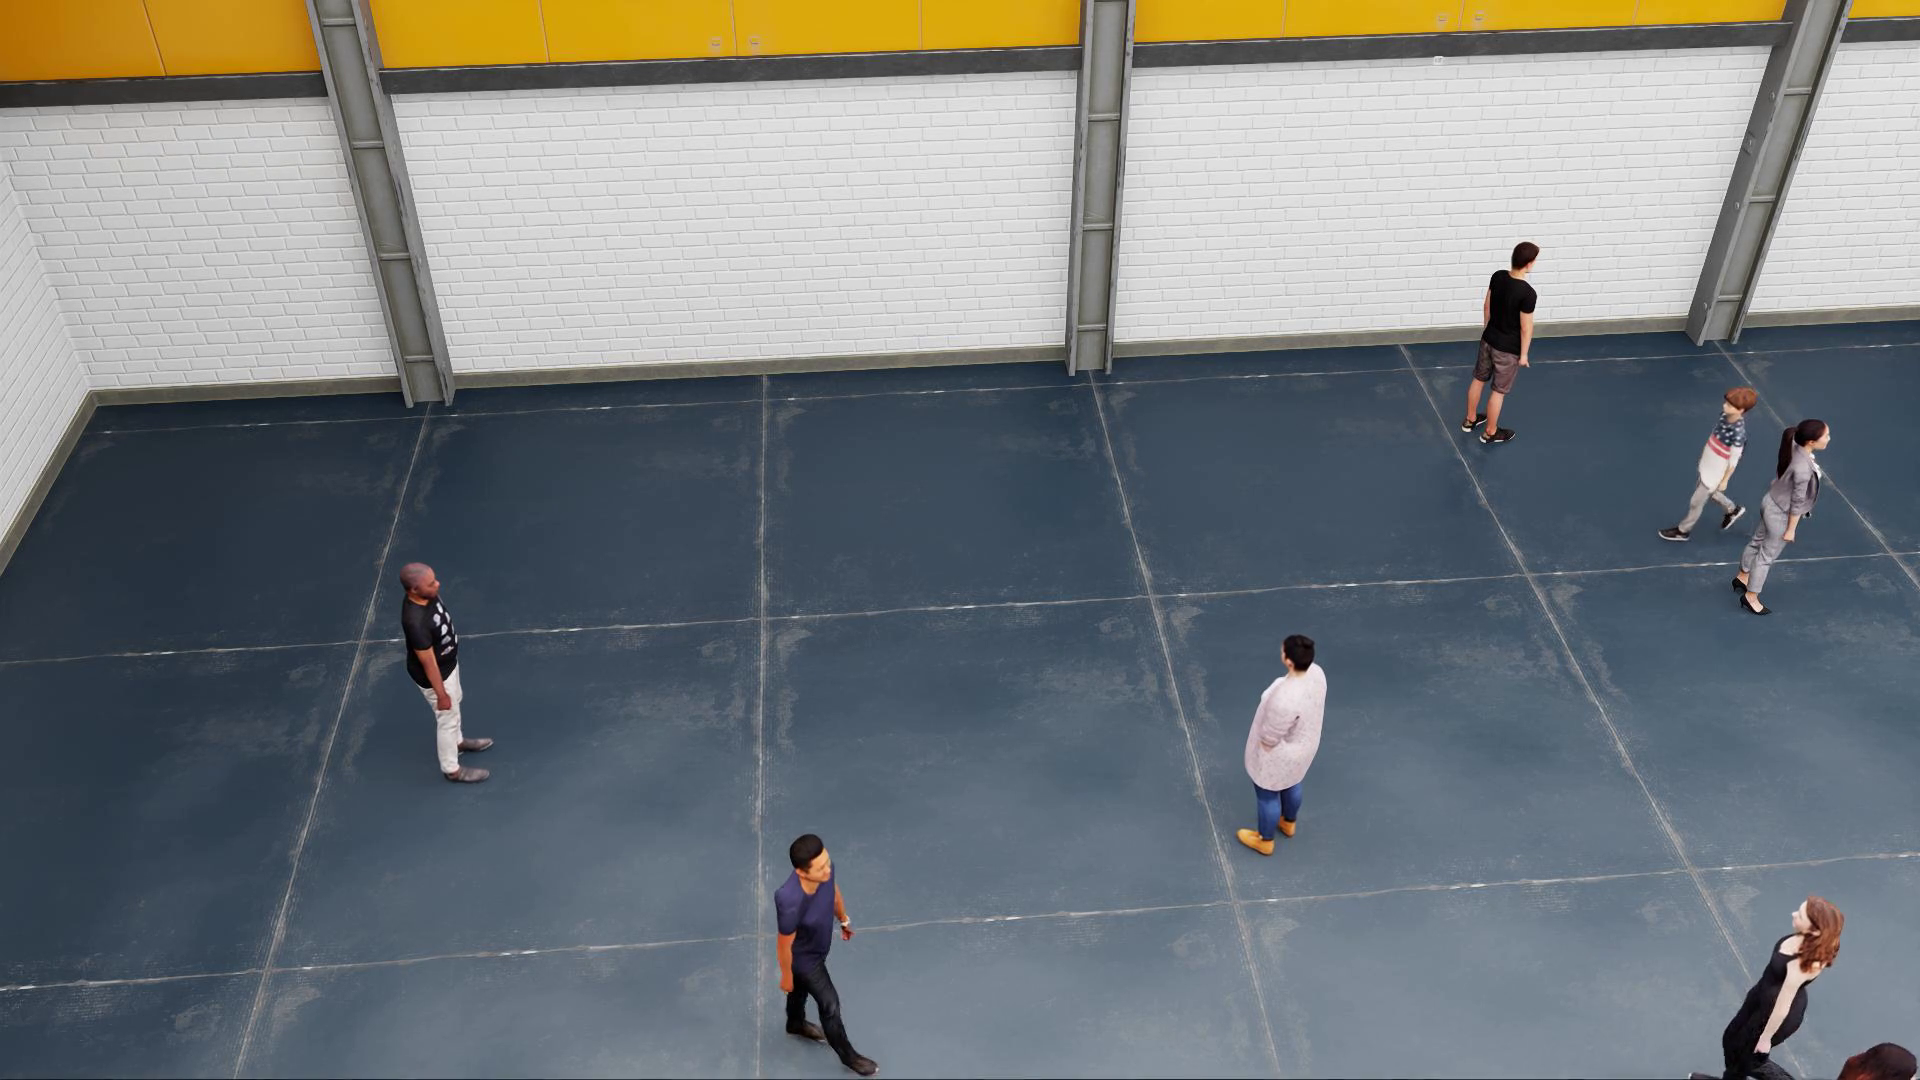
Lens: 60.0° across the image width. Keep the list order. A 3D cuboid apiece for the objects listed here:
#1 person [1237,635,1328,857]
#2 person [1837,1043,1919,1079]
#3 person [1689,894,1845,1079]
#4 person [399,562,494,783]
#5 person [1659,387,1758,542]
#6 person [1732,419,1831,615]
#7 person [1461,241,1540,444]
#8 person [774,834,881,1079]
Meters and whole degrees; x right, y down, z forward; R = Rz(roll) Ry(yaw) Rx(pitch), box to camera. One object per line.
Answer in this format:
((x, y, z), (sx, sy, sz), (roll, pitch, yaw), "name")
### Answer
((2.054, 1.273, 10.448), (0.855, 1.743, 0.786), (31, 48, 33), "person")
((4.299, 3.025, 8.330), (0.775, 1.649, 0.718), (15, 41, 18), "person")
((4.453, 2.540, 8.873), (0.998, 1.729, 0.865), (19, 42, 22), "person")
((-3.446, 0.852, 10.928), (0.629, 1.801, 0.683), (-7, 39, -9), "person")
((5.985, -0.583, 13.027), (0.896, 1.423, 0.579), (0, 39, 1), "person")
((6.078, -0.196, 12.338), (0.654, 1.678, 0.667), (5, 39, 6), "person")
((4.573, -1.676, 14.048), (0.741, 1.858, 0.761), (-20, 43, -23), "person")
((-0.908, 2.231, 9.223), (1.014, 1.774, 0.894), (14, 41, 17), "person")
